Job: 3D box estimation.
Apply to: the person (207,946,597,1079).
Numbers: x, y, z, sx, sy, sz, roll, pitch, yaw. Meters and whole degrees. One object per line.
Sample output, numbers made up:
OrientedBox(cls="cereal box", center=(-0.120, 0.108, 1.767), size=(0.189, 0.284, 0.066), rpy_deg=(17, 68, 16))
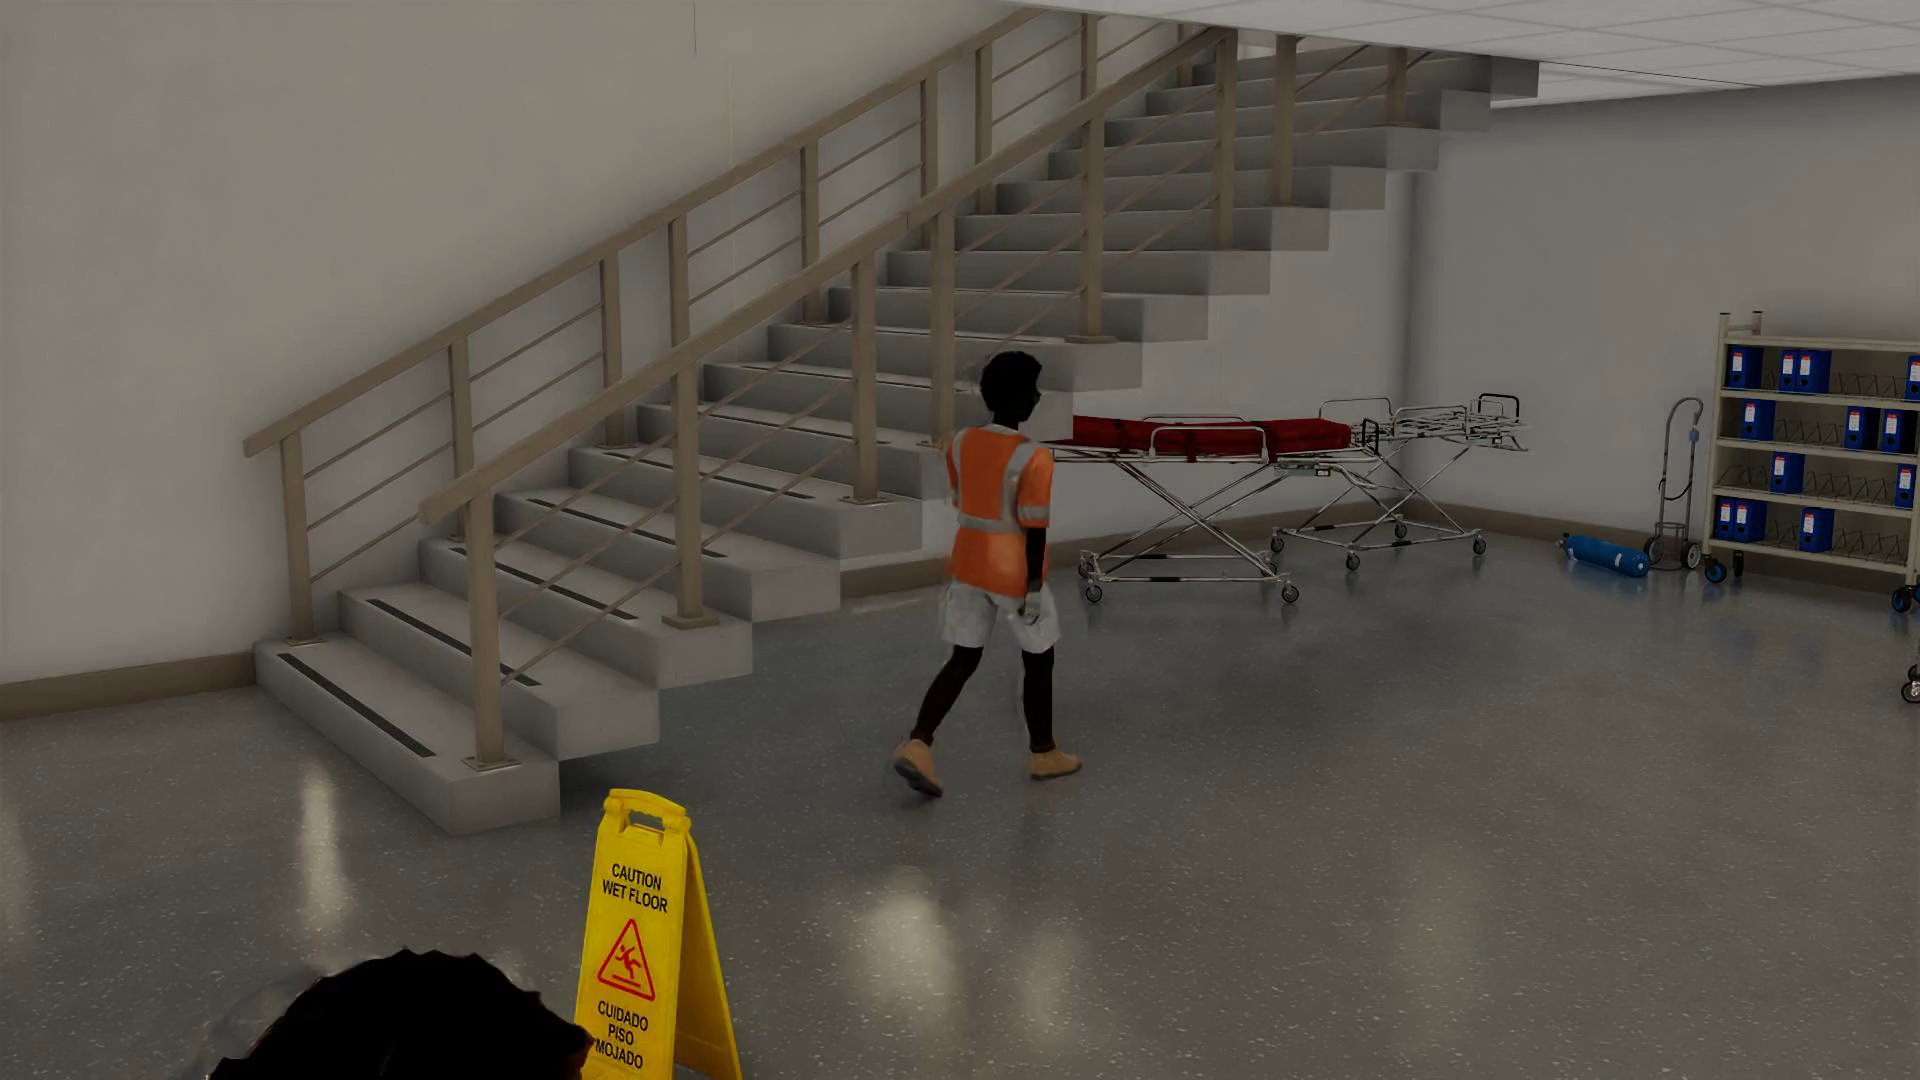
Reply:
OrientedBox(cls="person", center=(-0.409, 1.033, 1.134), size=(0.405, 1.612, 0.520), rpy_deg=(-3, 10, -18))

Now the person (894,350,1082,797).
OrientedBox(cls="person", center=(0.107, 0.132, 6.162), size=(0.534, 1.669, 0.798), rpy_deg=(10, 14, 44))
